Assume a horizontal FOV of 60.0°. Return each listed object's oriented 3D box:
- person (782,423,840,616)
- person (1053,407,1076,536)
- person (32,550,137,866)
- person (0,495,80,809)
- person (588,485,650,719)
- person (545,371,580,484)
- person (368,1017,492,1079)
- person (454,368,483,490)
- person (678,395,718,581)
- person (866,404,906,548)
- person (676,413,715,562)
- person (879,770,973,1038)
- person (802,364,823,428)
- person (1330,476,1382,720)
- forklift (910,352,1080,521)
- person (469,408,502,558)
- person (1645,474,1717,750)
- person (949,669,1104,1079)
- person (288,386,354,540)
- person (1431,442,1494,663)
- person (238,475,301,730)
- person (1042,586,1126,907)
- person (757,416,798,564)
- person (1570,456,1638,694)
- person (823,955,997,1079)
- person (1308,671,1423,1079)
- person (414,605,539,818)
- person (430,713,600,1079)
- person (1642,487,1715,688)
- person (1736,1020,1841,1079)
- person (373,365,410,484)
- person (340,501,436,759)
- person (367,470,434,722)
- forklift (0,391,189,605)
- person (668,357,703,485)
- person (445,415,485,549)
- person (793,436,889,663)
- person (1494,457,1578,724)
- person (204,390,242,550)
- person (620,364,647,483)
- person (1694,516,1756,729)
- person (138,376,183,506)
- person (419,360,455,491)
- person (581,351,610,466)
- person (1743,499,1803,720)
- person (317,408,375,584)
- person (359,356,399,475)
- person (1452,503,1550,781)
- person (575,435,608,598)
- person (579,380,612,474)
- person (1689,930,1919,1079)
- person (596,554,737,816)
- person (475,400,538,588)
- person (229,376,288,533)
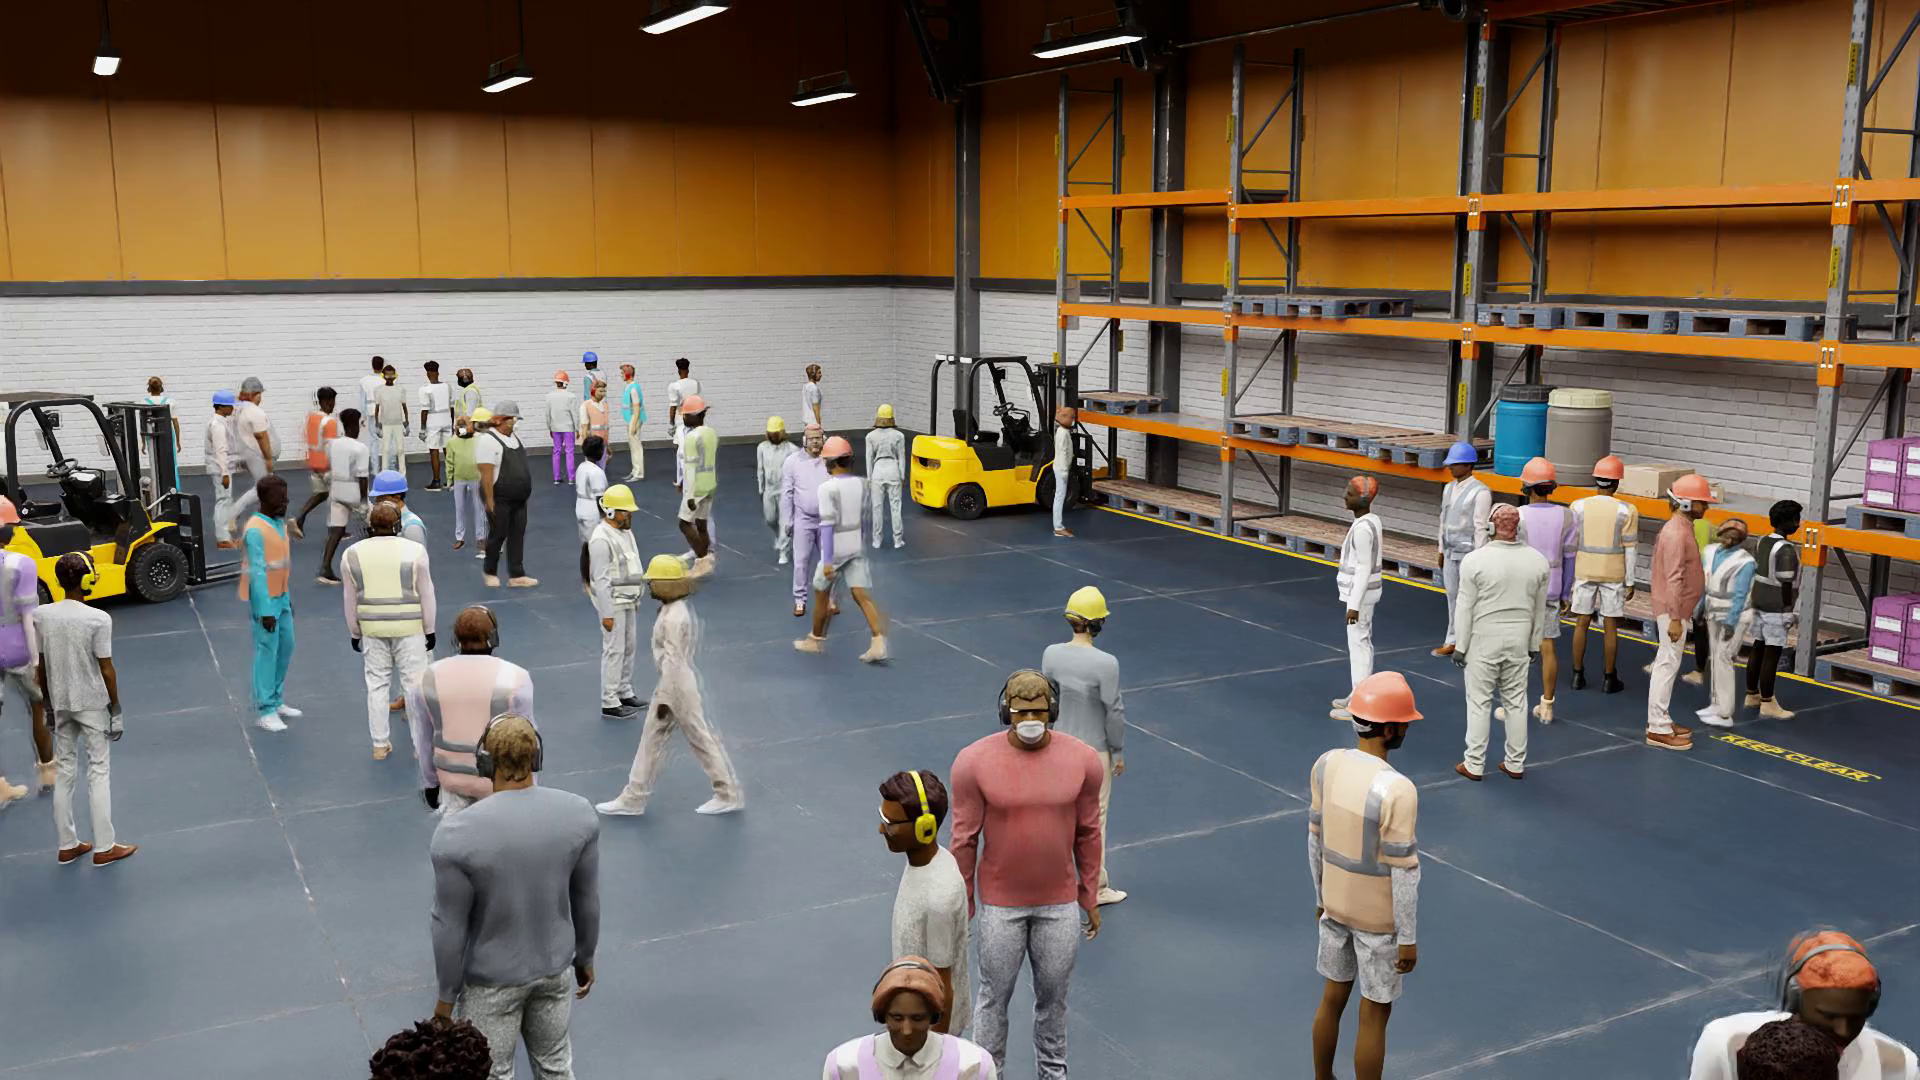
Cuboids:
[{"bbox_3d":[-1.425,-0.202,16.411,0.647,1.908,0.409,-3,10,-15],"label":"person"},{"bbox_3d":[1.316,-0.871,21.045,0.285,1.633,0.499,1,10,4],"label":"person"},{"bbox_3d":[-5.135,0.985,9.723,0.510,1.861,0.324,1,10,7],"label":"person"},{"bbox_3d":[-6.175,0.700,10.888,0.637,2.018,0.824,1,10,5],"label":"person"},{"bbox_3d":[-2.630,0.474,12.794,0.403,1.817,0.601,1,10,8],"label":"person"},{"bbox_3d":[-6.112,-1.735,25.666,0.563,1.755,0.320,3,10,18],"label":"person"},{"bbox_3d":[-1.101,1.982,3.666,0.613,1.964,0.361,7,12,35],"label":"person"},{"bbox_3d":[-7.420,-1.683,25.175,0.429,1.830,0.638,-3,10,-17],"label":"person"},{"bbox_3d":[-2.877,-0.561,18.116,0.446,2.037,0.617,4,11,21],"label":"person"},{"bbox_3d":[-0.896,-0.773,20.164,0.483,1.745,0.299,0,10,1],"label":"person"},{"bbox_3d":[-3.035,-0.691,19.225,0.590,1.912,0.387,8,13,40],"label":"person"},{"bbox_3d":[-0.123,1.682,5.707,0.325,1.861,0.516,-1,10,-8],"label":"person"},{"bbox_3d":[-2.266,-1.805,25.820,0.345,1.846,0.507,-5,11,-25],"label":"person"},{"bbox_3d":[3.055,0.442,12.765,0.349,1.884,0.584,3,10,18],"label":"person"},{"bbox_3d":[0.460,-1.461,22.833,2.313,2.155,1.214,-5,11,-28],"label":"forklift"},{"bbox_3d":[-5.562,-0.668,19.498,0.315,1.770,0.524,0,10,-2],"label":"person"},{"bbox_3d":[5.217,0.509,12.071,0.397,1.990,0.623,4,11,24],"label":"person"},{"bbox_3d":[0.271,1.462,6.739,0.635,1.938,0.359,-2,10,-9],"label":"person"},{"bbox_3d":[-7.886,-0.924,20.476,0.621,1.935,0.699,8,13,39],"label":"person"},{"bbox_3d":[4.383,0.111,14.532,0.404,1.941,0.612,-3,10,-18],"label":"person"},{"bbox_3d":[-5.270,0.471,12.612,0.374,1.895,0.708,0,10,-2],"label":"person"},{"bbox_3d":[0.683,1.129,9.150,0.522,1.769,0.318,8,13,40],"label":"person"},{"bbox_3d":[-2.079,-0.600,19.259,0.492,1.722,0.629,2,10,9],"label":"person"},{"bbox_3d":[5.224,0.279,13.556,0.551,1.935,0.371,6,12,32],"label":"person"},{"bbox_3d":[-0.141,1.960,4.768,0.513,1.630,0.318,0,10,0],"label":"person"},{"bbox_3d":[1.647,1.472,6.685,0.374,1.935,0.552,-5,11,-28],"label":"person"},{"bbox_3d":[-2.437,1.224,8.466,0.640,1.820,0.774,1,10,6],"label":"person"},{"bbox_3d":[-1.611,1.582,6.094,0.635,1.928,0.381,-8,13,-39],"label":"person"},{"bbox_3d":[5.988,0.359,13.827,0.556,1.667,0.659,-3,10,-18],"label":"person"},{"bbox_3d":[1.772,1.993,3.741,0.383,1.918,0.597,-6,11,-29],"label":"person"},{"bbox_3d":[-8.718,-1.763,25.547,0.505,1.862,0.328,-5,11,-28],"label":"person"},{"bbox_3d":[-4.006,0.639,11.759,0.619,1.845,0.430,0,10,-2],"label":"person"},{"bbox_3d":[-4.285,0.419,12.765,0.424,1.938,0.603,-9,13,-42],"label":"person"},{"bbox_3d":[-9.026,-0.363,16.508,1.214,2.155,2.313,6,11,29],"label":"forklift"},{"bbox_3d":[-4.211,-1.815,25.530,0.614,1.962,0.362,-8,13,-40],"label":"person"},{"bbox_3d":[-5.939,-0.700,20.064,0.507,1.631,0.266,-1,10,-5],"label":"person"},{"bbox_3d":[-1.014,0.083,14.551,1.066,1.992,0.629,8,13,39],"label":"person"},{"bbox_3d":[4.334,0.391,12.595,0.608,2.048,0.370,-1,10,-6],"label":"person"},{"bbox_3d":[-8.858,-0.842,20.028,0.422,1.937,0.615,-4,11,-24],"label":"person"},{"bbox_3d":[-5.075,-1.815,25.882,0.391,1.841,0.564,-3,10,-18],"label":"person"},{"bbox_3d":[5.798,0.606,12.625,0.353,1.616,0.539,-1,10,-6],"label":"person"},{"bbox_3d":[-11.183,-1.363,23.268,0.506,1.847,0.343,-5,11,-29],"label":"person"},{"bbox_3d":[-7.848,-1.712,24.952,0.381,1.958,0.602,8,12,37],"label":"person"},{"bbox_3d":[-6.060,-2.158,27.588,0.416,1.939,0.604,3,10,18],"label":"person"},{"bbox_3d":[6.286,0.526,12.833,0.321,1.694,0.529,1,10,4],"label":"person"},{"bbox_3d":[-6.605,-0.487,18.063,0.606,1.909,1.049,4,11,22],"label":"person"},{"bbox_3d":[-9.305,-1.995,26.707,0.596,1.914,0.373,-4,10,-20],"label":"person"},{"bbox_3d":[3.648,0.693,11.306,0.635,1.900,0.398,-2,10,-12],"label":"person"},{"bbox_3d":[-3.816,-0.249,17.289,0.317,1.695,0.540,-6,12,-32],"label":"person"},{"bbox_3d":[-4.987,-1.270,22.750,0.388,1.840,0.563,4,11,20],"label":"person"},{"bbox_3d":[2.259,1.896,4.614,0.621,1.825,0.997,1,10,4],"label":"person"},{"bbox_3d":[-1.839,0.928,10.502,0.892,1.689,0.501,-3,10,-15],"label":"person"},{"bbox_3d":[-4.878,-0.497,17.727,0.619,2.000,0.783,4,10,20],"label":"person"},{"bbox_3d":[-8.994,-1.076,21.058,0.783,2.000,0.683,-8,13,-40],"label":"person"}]
